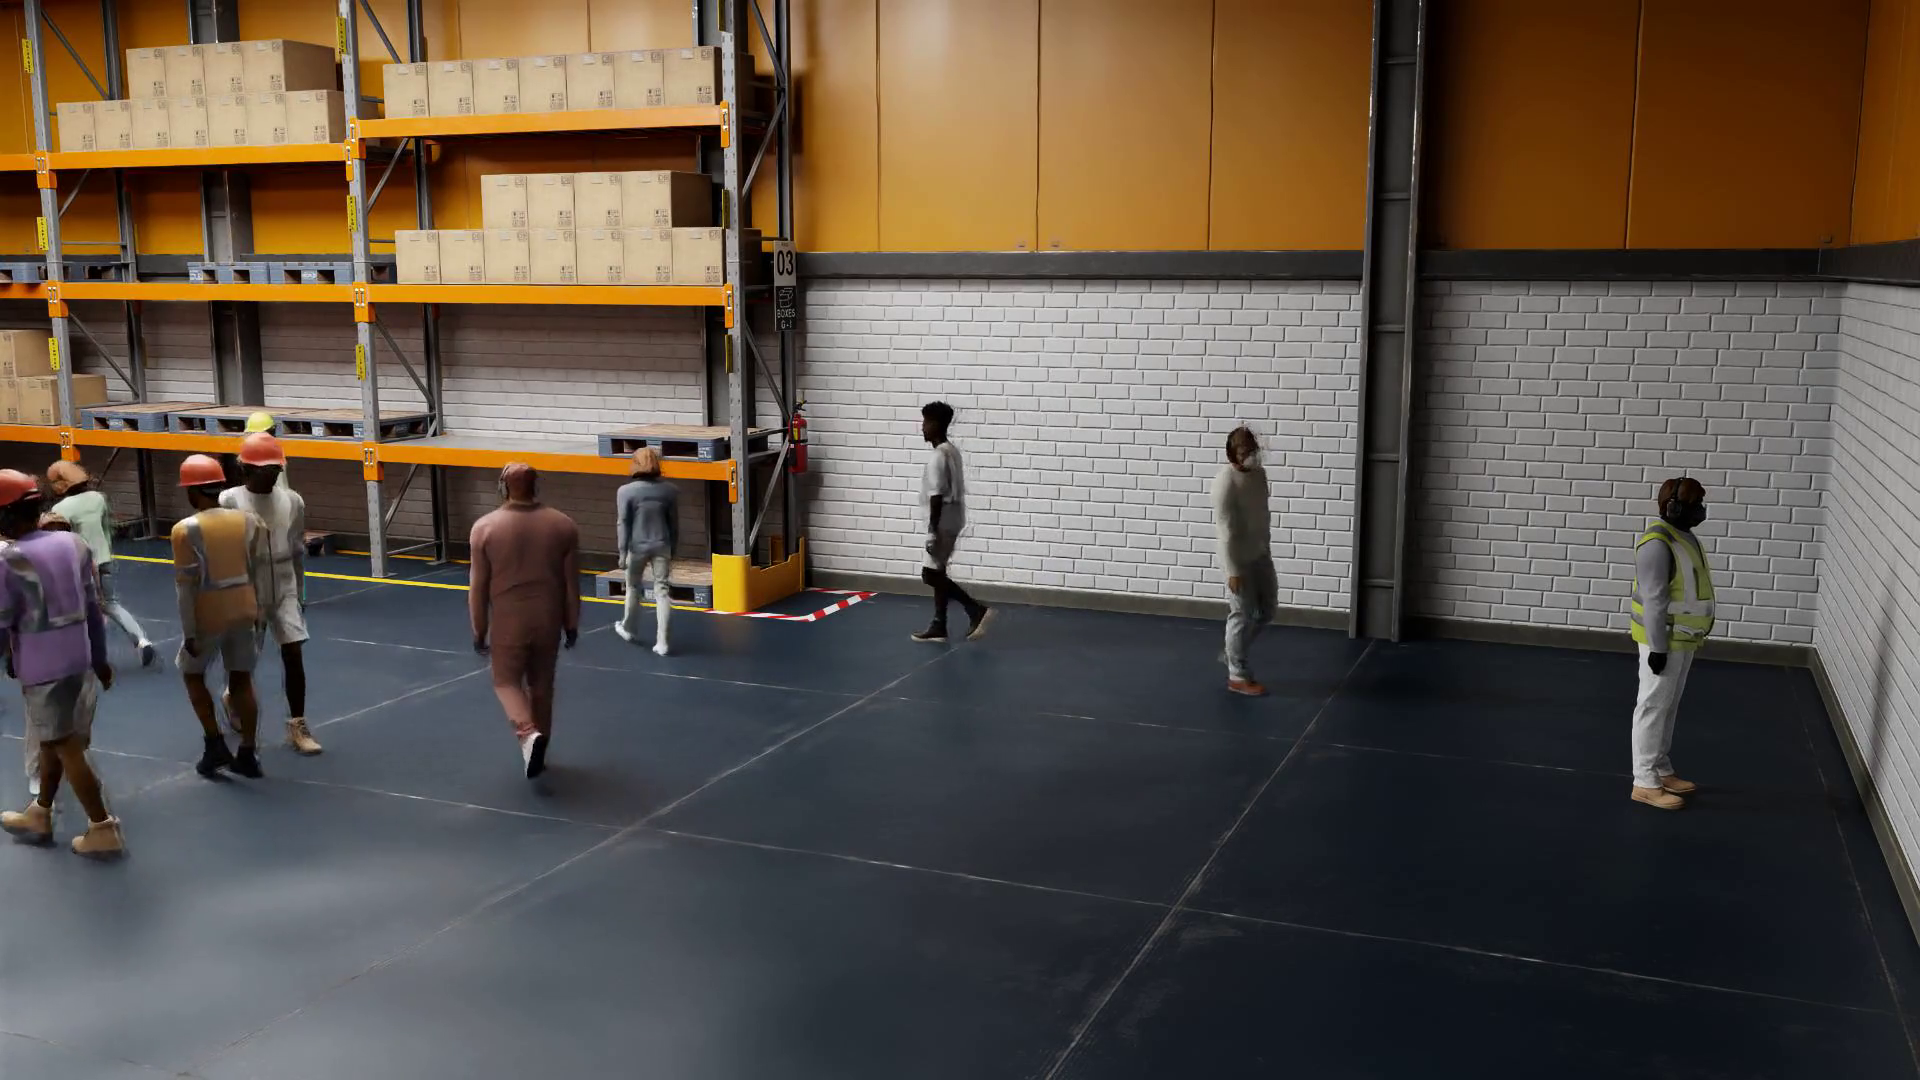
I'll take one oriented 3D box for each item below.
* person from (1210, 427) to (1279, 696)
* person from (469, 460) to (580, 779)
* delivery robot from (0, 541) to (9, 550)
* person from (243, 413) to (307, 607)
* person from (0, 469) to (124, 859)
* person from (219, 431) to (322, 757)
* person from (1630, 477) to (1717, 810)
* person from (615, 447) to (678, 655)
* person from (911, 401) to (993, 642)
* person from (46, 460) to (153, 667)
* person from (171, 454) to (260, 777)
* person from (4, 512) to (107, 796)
[{"bbox_3d":[1.969,0.155,11.648,0.447,1.912,0.712,8,13,42],"label":"person"},{"bbox_3d":[-2.528,0.474,9.743,0.655,1.882,0.676,-6,11,-31],"label":"person"},{"bbox_3d":[-9.284,0.106,15.709,0.707,0.478,0.477,7,12,37],"label":"delivery robot"},{"bbox_3d":[-5.974,-0.235,14.480,0.438,1.740,0.539,-1,9,-7],"label":"person"},{"bbox_3d":[-4.711,0.637,8.409,0.957,1.995,0.632,2,10,14],"label":"person"},{"bbox_3d":[-4.349,0.314,10.328,0.880,2.011,0.602,9,13,43],"label":"person"},{"bbox_3d":[3.998,0.562,9.338,0.429,1.845,0.622,7,12,36],"label":"person"},{"bbox_3d":[-2.476,0.067,13.048,0.528,1.592,0.834,-5,11,-29],"label":"person"},{"bbox_3d":[-0.081,-0.125,13.149,0.597,1.951,0.621,2,10,11],"label":"person"},{"bbox_3d":[-6.365,0.198,12.243,0.675,1.603,0.539,3,10,17],"label":"person"},{"bbox_3d":[-4.352,0.453,9.775,0.493,1.915,0.565,8,12,40],"label":"person"},{"bbox_3d":[-5.173,0.641,9.519,0.530,1.622,0.390,-7,12,-37],"label":"person"}]
